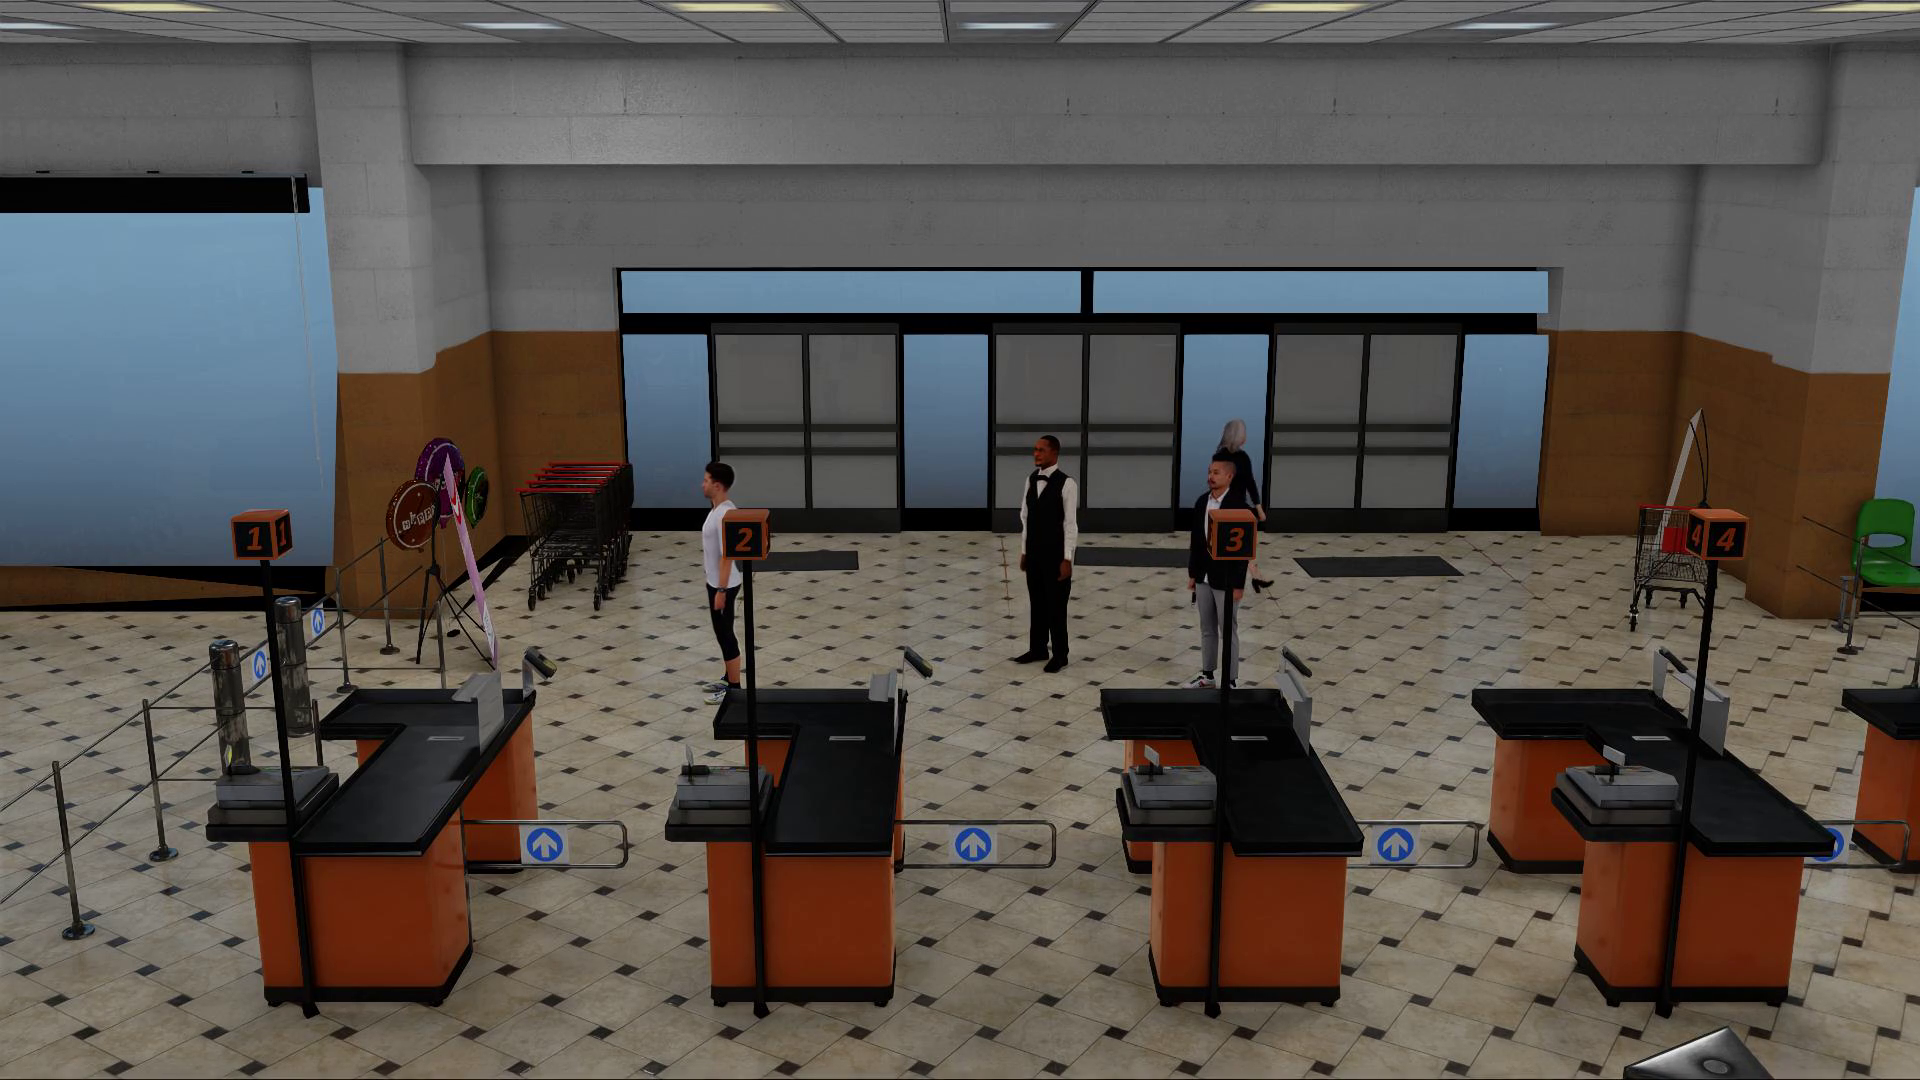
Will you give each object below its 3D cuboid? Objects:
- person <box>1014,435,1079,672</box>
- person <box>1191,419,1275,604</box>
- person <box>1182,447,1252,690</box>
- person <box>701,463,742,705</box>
[{"bbox_3d":[0.720,0.093,13.490,0.769,1.918,0.825,13,19,42],"label":"person"},{"bbox_3d":[2.417,-0.208,15.199,1.019,1.697,1.197,-6,15,-24],"label":"person"},{"bbox_3d":[1.998,0.251,12.772,0.857,1.950,0.756,-10,17,-36],"label":"person"},{"bbox_3d":[-1.811,0.320,12.696,0.776,1.851,0.554,-3,14,-10],"label":"person"}]
